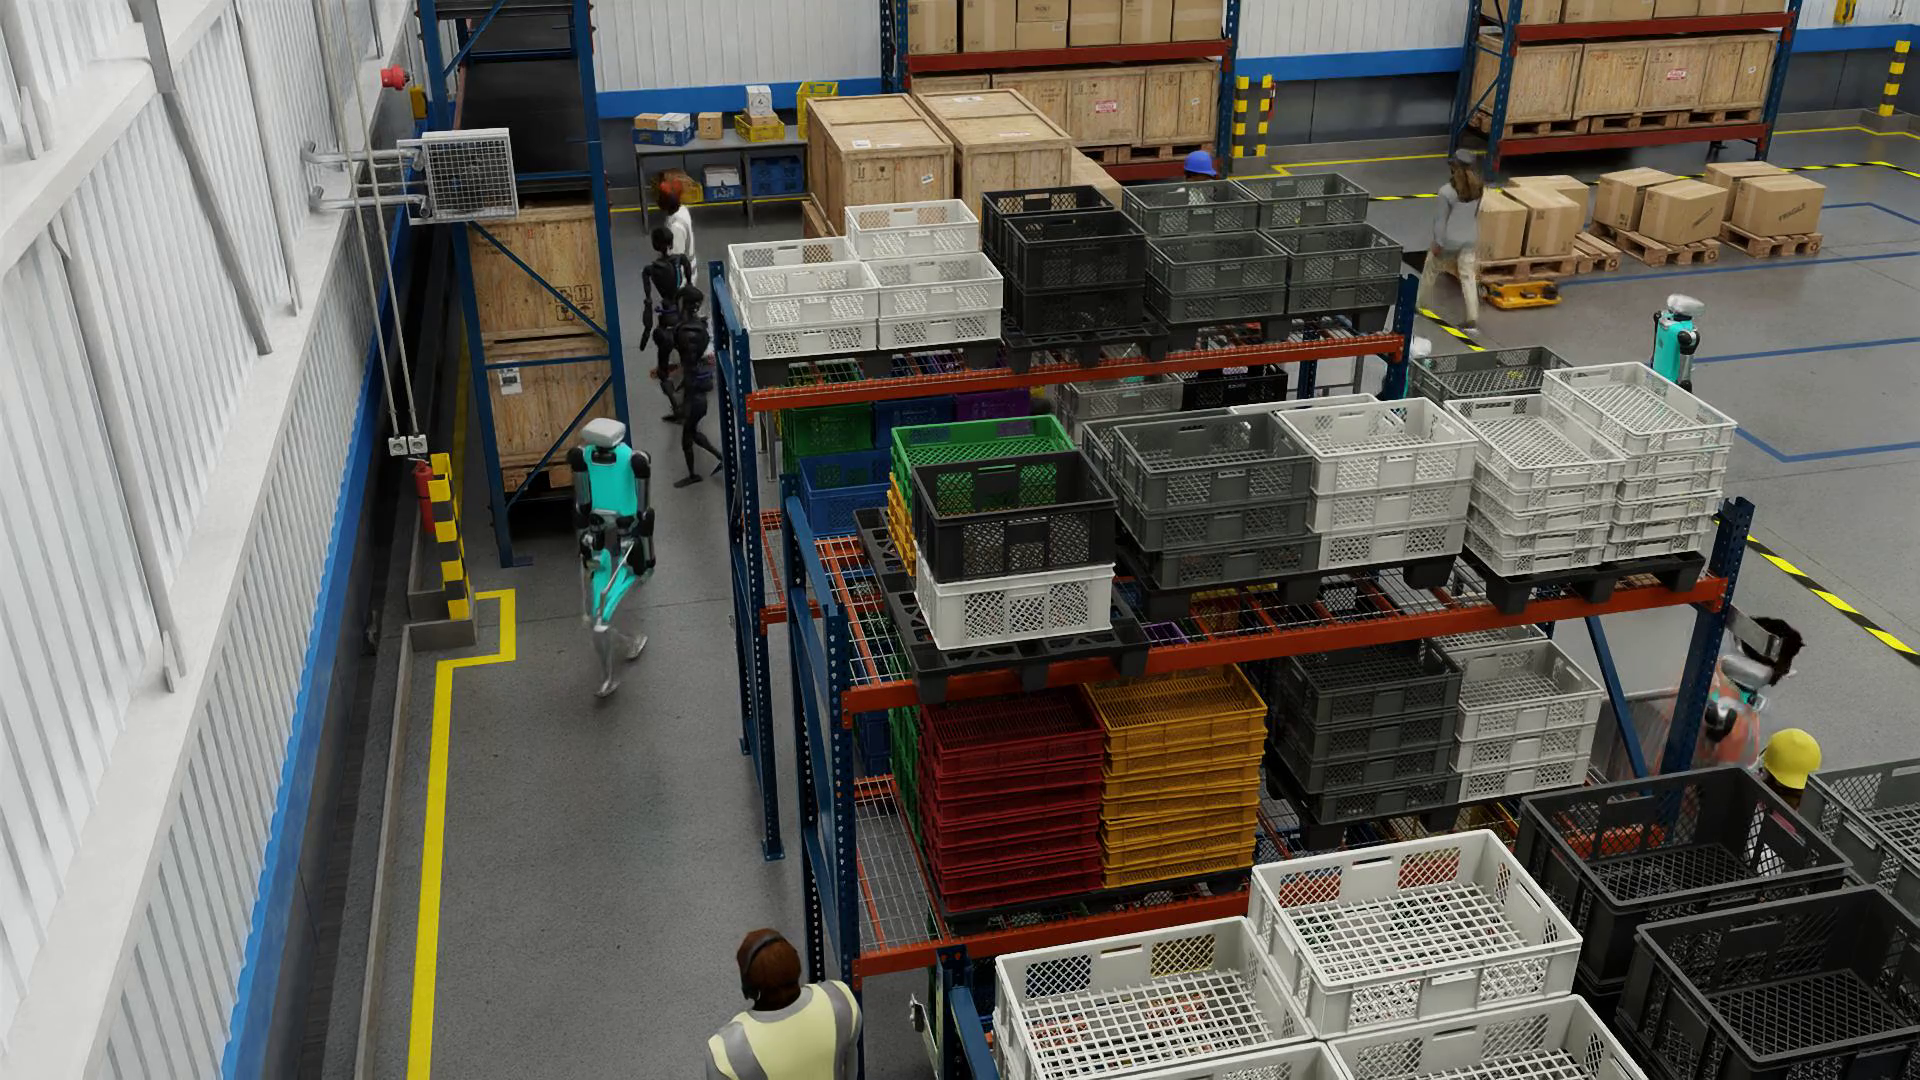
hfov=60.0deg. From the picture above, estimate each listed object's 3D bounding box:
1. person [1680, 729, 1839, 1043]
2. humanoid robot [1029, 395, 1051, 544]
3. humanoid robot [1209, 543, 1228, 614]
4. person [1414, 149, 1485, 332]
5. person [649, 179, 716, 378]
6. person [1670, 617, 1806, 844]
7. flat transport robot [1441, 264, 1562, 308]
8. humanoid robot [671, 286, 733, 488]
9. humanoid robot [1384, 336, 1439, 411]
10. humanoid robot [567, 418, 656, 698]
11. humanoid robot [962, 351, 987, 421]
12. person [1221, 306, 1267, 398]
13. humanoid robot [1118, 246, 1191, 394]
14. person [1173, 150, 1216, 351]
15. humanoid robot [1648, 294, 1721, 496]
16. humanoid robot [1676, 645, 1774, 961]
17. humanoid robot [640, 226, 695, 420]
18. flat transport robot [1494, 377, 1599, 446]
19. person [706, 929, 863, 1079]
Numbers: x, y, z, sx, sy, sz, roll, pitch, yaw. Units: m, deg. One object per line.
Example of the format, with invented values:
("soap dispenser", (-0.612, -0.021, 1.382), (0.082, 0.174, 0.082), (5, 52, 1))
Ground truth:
("person", (3.487, 1.599, 7.335), (0.599, 1.829, 0.404), (0, 28, 1))
("humanoid robot", (0.483, -0.166, 10.891), (0.596, 1.655, 0.380), (15, 31, 26))
("humanoid robot", (1.639, -0.205, 10.947), (0.627, 1.638, 0.611), (1, 28, 2))
("person", (4.740, -2.901, 15.990), (0.591, 1.714, 0.932), (-13, 30, -23))
("person", (-2.491, -2.312, 14.744), (0.649, 1.842, 0.650), (0, 28, 0))
("person", (3.608, 1.204, 7.958), (0.436, 1.943, 0.628), (13, 31, 24))
("flat transport robot", (5.558, -2.736, 17.208), (0.652, 0.197, 1.431), (-6, 28, -12))
("humanoid robot", (-2.025, -1.182, 12.805), (0.485, 1.640, 0.585), (-6, 28, -11))
("humanoid robot", (2.859, -0.607, 11.731), (0.803, 1.879, 0.548), (25, 36, 38))
("humanoid robot", (-2.194, 0.189, 10.160), (0.536, 1.766, 1.020), (7, 29, 14))
("humanoid robot", (-0.056, -0.576, 11.420), (0.735, 1.677, 0.533), (23, 35, 36))
("person", (1.962, -0.734, 11.556), (0.410, 2.034, 0.606), (15, 31, 26))
("humanoid robot", (1.449, -1.490, 13.155), (0.735, 1.677, 0.533), (-11, 30, -19))
("person", (2.074, -2.589, 15.174), (0.404, 1.940, 0.603), (11, 30, 19))
("humanoid robot", (5.390, -1.006, 12.233), (0.735, 1.681, 0.533), (-2, 28, -3))
("humanoid robot", (3.738, 1.350, 7.888), (0.638, 1.778, 0.530), (18, 33, 31))
("humanoid robot", (-2.411, -1.829, 14.016), (0.406, 1.640, 0.592), (19, 33, 32))
("flat transport robot", (4.780, -1.036, 14.013), (0.659, 0.231, 1.431), (-6, 28, -12))
("person", (-0.661, 2.190, 6.205), (0.626, 1.843, 0.429), (-19, 33, -32))
